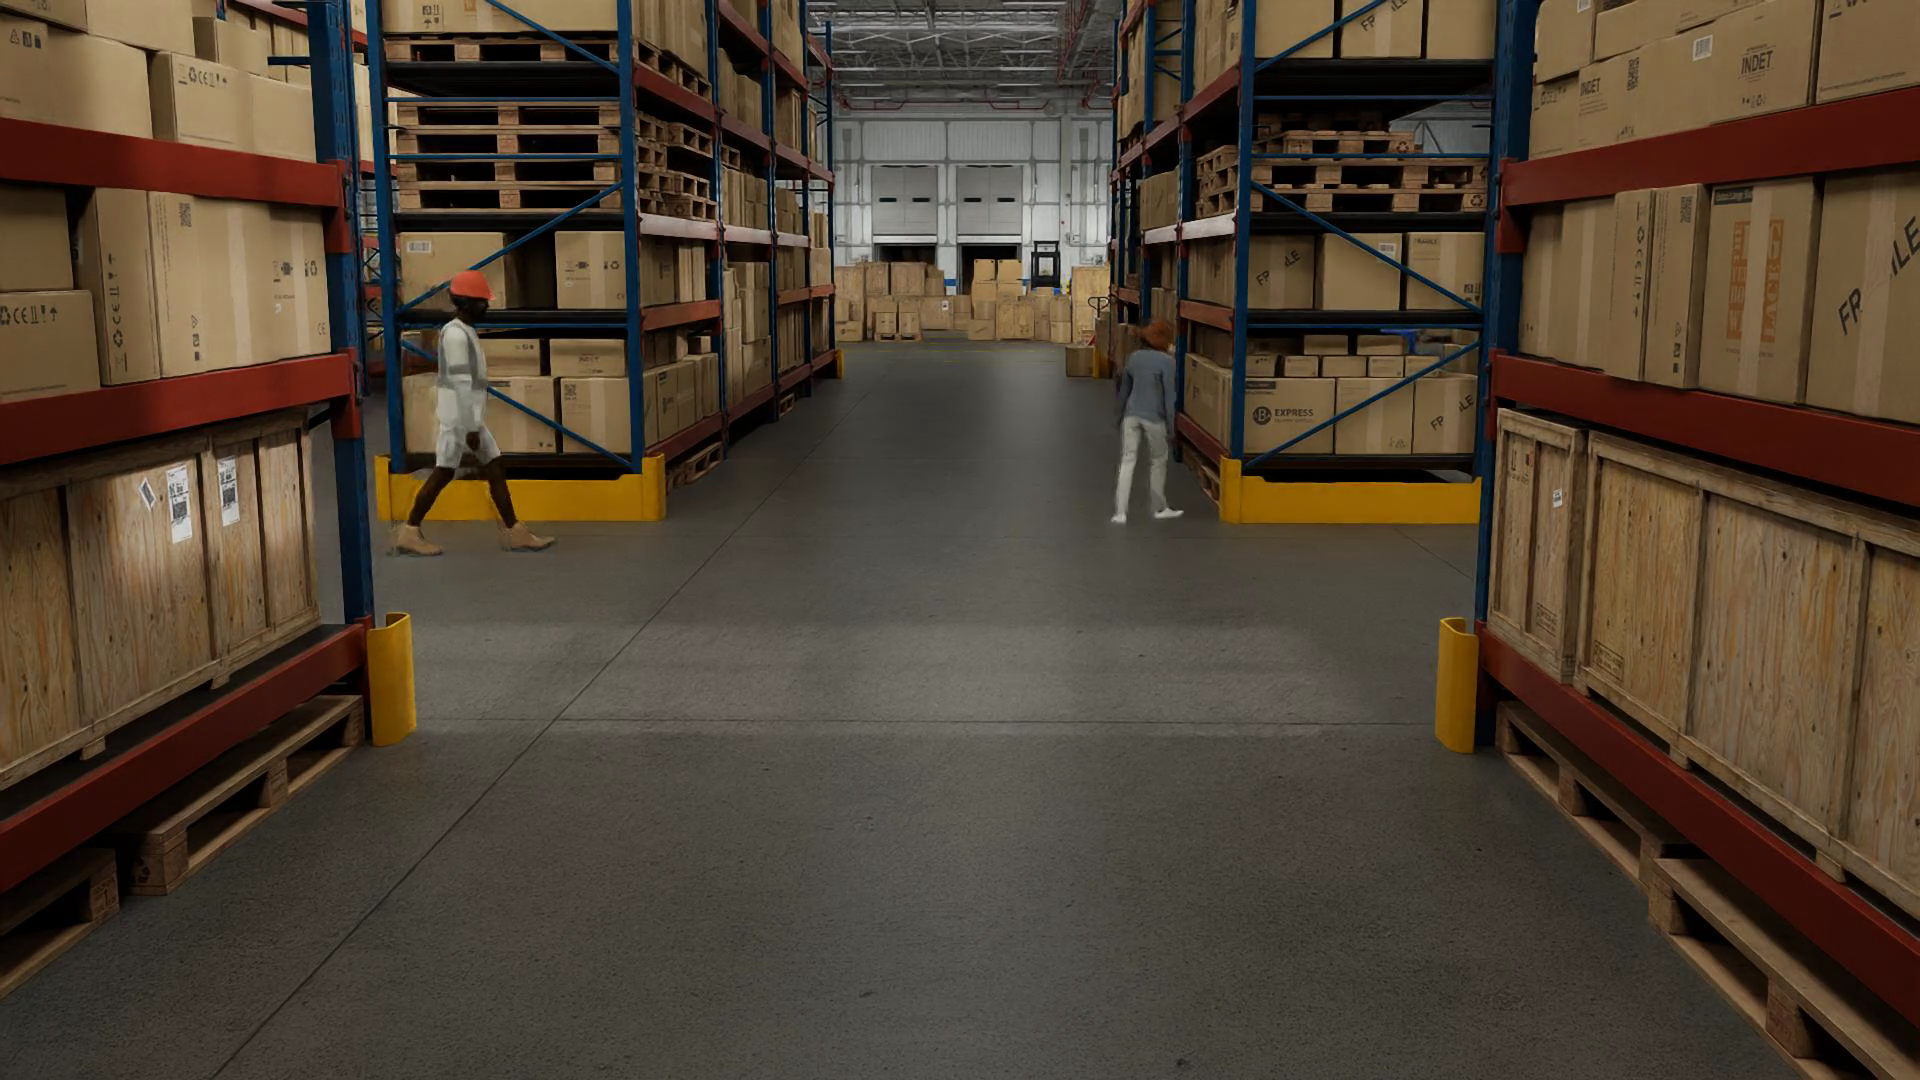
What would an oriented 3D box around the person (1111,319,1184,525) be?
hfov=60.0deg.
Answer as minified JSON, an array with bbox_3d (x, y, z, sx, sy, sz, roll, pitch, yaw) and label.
[{"bbox_3d":[1.440,-0.919,12.937,0.647,1.591,0.666,9,13,44],"label":"person"}]

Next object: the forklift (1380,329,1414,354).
[{"bbox_3d":[5.454,-3.360,23.691,1.873,2.768,1.129,0,9,1],"label":"forklift"}]

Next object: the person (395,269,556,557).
[{"bbox_3d":[-3.412,-0.857,11.417,1.068,1.982,0.616,-1,10,-6],"label":"person"}]

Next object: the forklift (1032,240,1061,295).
[{"bbox_3d":[3.172,-9.648,61.356,1.129,2.768,1.873,0,9,1],"label":"forklift"}]

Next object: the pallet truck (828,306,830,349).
[{"bbox_3d":[-3.100,-3.940,29.800,1.885,1.965,0.823,3,10,19],"label":"pallet truck"}]

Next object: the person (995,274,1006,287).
[{"bbox_3d":[1.694,-10.105,66.995,0.545,1.920,0.601,3,10,18],"label":"person"}]

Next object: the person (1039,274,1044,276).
[{"bbox_3d":[3.219,-9.490,64.269,0.904,1.588,0.515,6,11,30],"label":"person"}]
